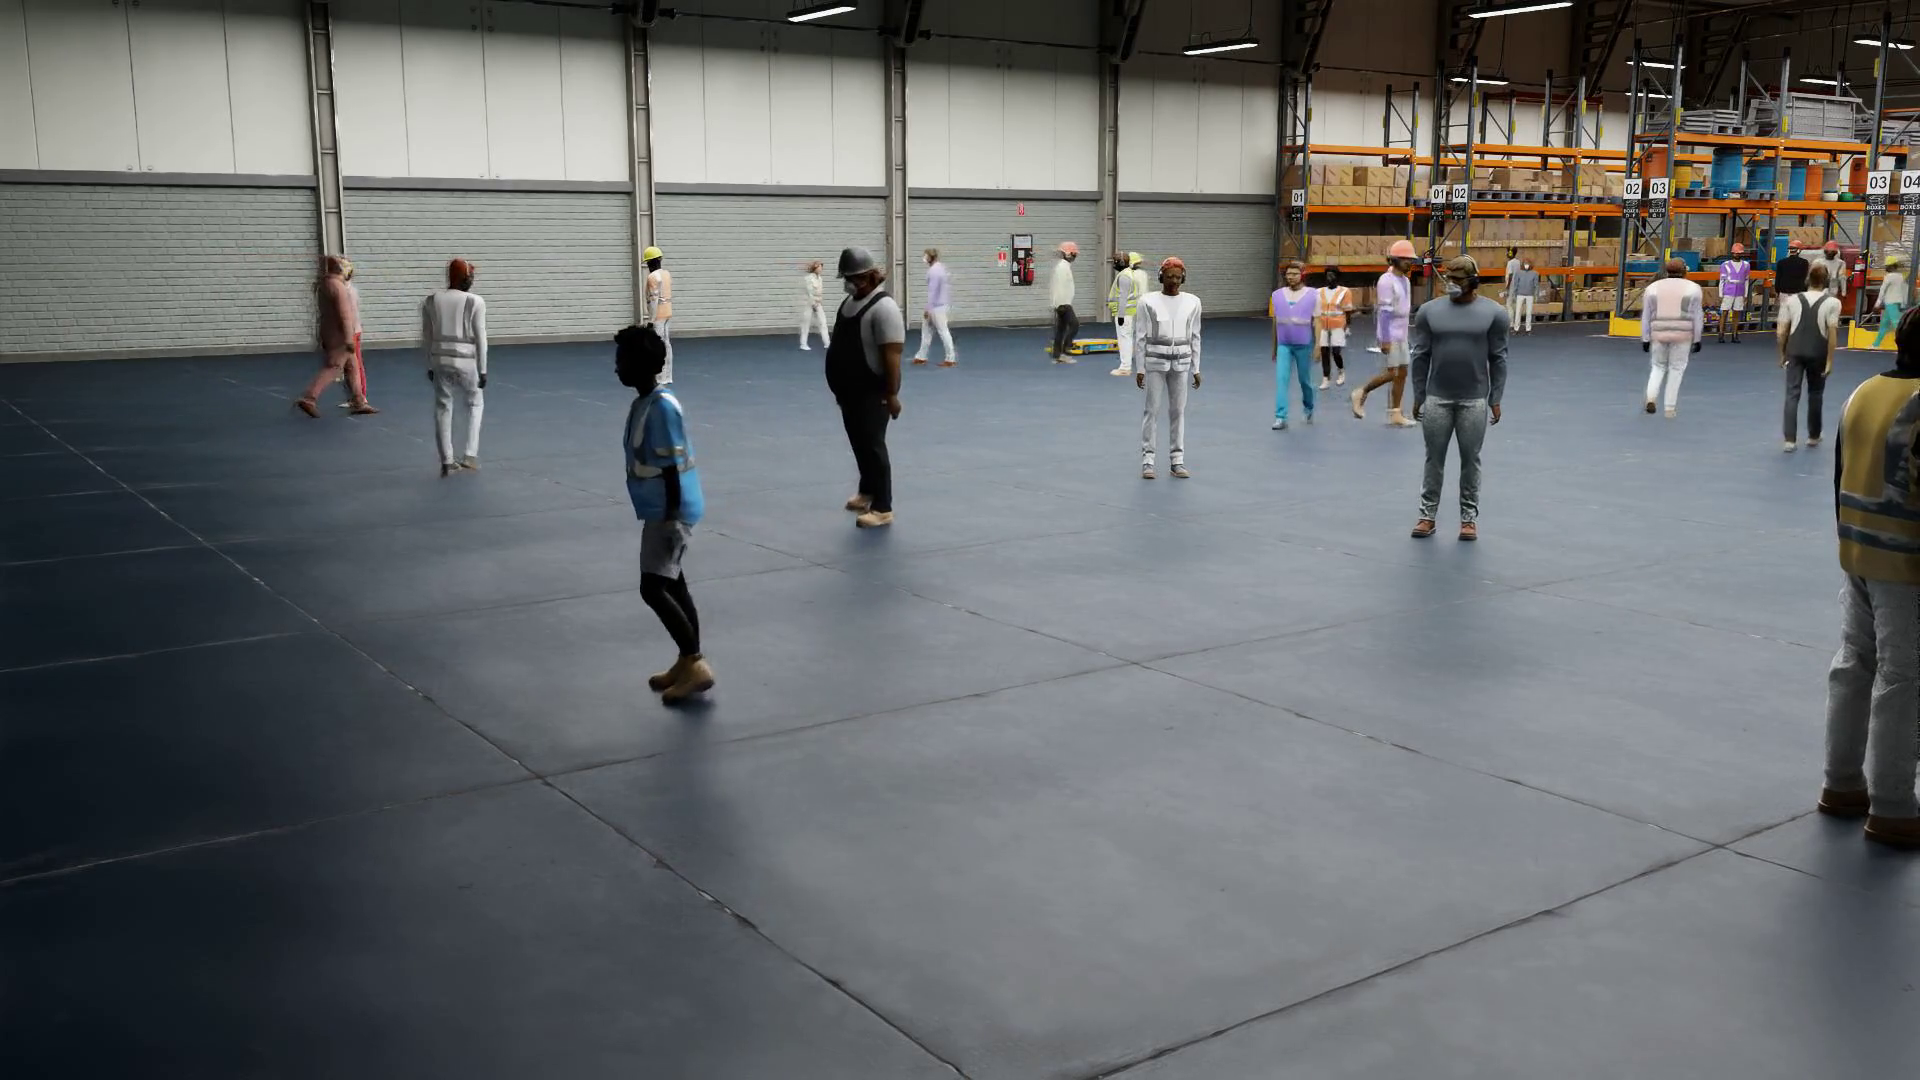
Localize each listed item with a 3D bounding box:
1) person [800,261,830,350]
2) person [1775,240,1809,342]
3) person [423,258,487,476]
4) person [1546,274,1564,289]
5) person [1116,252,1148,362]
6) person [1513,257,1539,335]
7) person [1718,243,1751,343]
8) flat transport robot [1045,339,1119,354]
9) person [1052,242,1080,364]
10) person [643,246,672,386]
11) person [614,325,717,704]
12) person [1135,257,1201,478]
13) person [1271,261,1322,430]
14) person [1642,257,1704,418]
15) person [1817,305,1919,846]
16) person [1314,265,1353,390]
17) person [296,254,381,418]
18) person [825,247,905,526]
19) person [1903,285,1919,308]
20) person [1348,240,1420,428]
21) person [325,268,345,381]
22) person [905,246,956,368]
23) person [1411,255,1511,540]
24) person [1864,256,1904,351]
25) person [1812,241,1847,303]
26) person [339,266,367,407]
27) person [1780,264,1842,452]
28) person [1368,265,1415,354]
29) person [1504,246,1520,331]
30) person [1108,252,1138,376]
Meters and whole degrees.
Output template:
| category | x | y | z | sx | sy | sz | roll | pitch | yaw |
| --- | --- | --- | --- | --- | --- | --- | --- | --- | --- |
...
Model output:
| category | x | y | z | sx | sy | sz | roll | pitch | yaw |
| --- | --- | --- | --- | --- | --- | --- | --- | --- | --- |
| person | -2.586 | -4.229 | 30.138 | 0.766 | 1.607 | 0.537 | 6 | 12 | 29 |
| person | 16.314 | -4.873 | 32.621 | 0.609 | 1.986 | 0.390 | 9 | 14 | 41 |
| person | -4.372 | -1.497 | 14.443 | 0.619 | 1.859 | 0.535 | 1 | 10 | 3 |
| person | 15.258 | -6.529 | 42.658 | 0.280 | 1.636 | 0.502 | -7 | 12 | -32 |
| person | 2.885 | -3.795 | 27.187 | 0.594 | 1.812 | 0.594 | 7 | 13 | 35 |
| person | 11.848 | -5.103 | 34.851 | 0.507 | 1.631 | 0.266 | 3 | 11 | 18 |
| person | 14.997 | -4.774 | 32.214 | 0.549 | 1.936 | 0.377 | 2 | 10 | 9 |
| flat transport robot | 2.243 | -3.447 | 29.507 | 1.431 | 0.197 | 0.652 | -9 | 14 | -40 |
| person | 1.752 | -3.816 | 26.864 | 0.590 | 1.968 | 0.641 | 1 | 10 | 4 |
| person | -4.195 | -3.100 | 23.077 | 0.372 | 1.922 | 0.585 | 2 | 11 | 11 |
| person | -1.325 | -0.118 | 7.428 | 0.377 | 1.669 | 0.546 | -4 | 11 | -22 |
| person | 1.777 | -1.463 | 14.210 | 0.572 | 1.885 | 0.356 | -1 | 10 | -8 |
| person | 3.649 | -2.120 | 18.030 | 0.580 | 1.805 | 0.920 | 6 | 12 | 29 |
| person | 8.117 | -2.298 | 18.946 | 0.629 | 1.829 | 0.444 | 8 | 13 | 38 |
| person | 3.248 | 0.109 | 5.707 | 0.429 | 1.842 | 0.629 | 0 | 10 | -1 |
| person | 5.006 | -2.859 | 22.403 | 0.549 | 1.681 | 0.397 | 8 | 13 | 37 |
| person | -7.171 | -2.330 | 19.026 | 0.936 | 1.873 | 0.658 | -7 | 13 | -34 |
| person | -0.687 | -1.164 | 12.139 | 0.604 | 2.000 | 0.873 | -5 | 12 | -27 |
| person | 19.207 | -4.988 | 33.421 | 0.626 | 1.931 | 0.375 | 5 | 11 | 24 |
| person | 4.629 | -2.226 | 18.004 | 0.648 | 2.024 | 0.620 | 9 | 13 | 39 |
| person | -8.890 | -3.135 | 23.786 | 0.381 | 1.737 | 0.502 | -1 | 10 | -3 |
| person | -0.490 | -3.659 | 26.193 | 0.922 | 1.895 | 0.643 | 0 | 10 | 2 |
| person | 3.390 | -0.963 | 11.328 | 0.629 | 1.935 | 0.372 | 5 | 11 | 25 |
| person | 16.773 | -4.234 | 29.833 | 0.527 | 1.725 | 0.888 | -7 | 13 | -35 |
| person | 16.965 | -4.844 | 32.509 | 0.632 | 1.973 | 1.105 | 2 | 10 | 9 |
| person | -7.432 | -2.485 | 20.144 | 0.330 | 1.765 | 0.533 | 0 | 10 | -2 |
| person | 8.205 | -1.762 | 16.095 | 0.535 | 1.794 | 0.954 | 7 | 13 | 35 |
| person | 7.701 | -4.202 | 29.254 | 1.007 | 1.868 | 0.612 | 4 | 11 | 19 |
| person | 12.033 | -5.488 | 36.326 | 0.310 | 1.864 | 0.534 | 8 | 13 | 38 |
| person | 2.423 | -3.366 | 24.784 | 0.429 | 1.835 | 0.630 | 2 | 11 | 10 |
